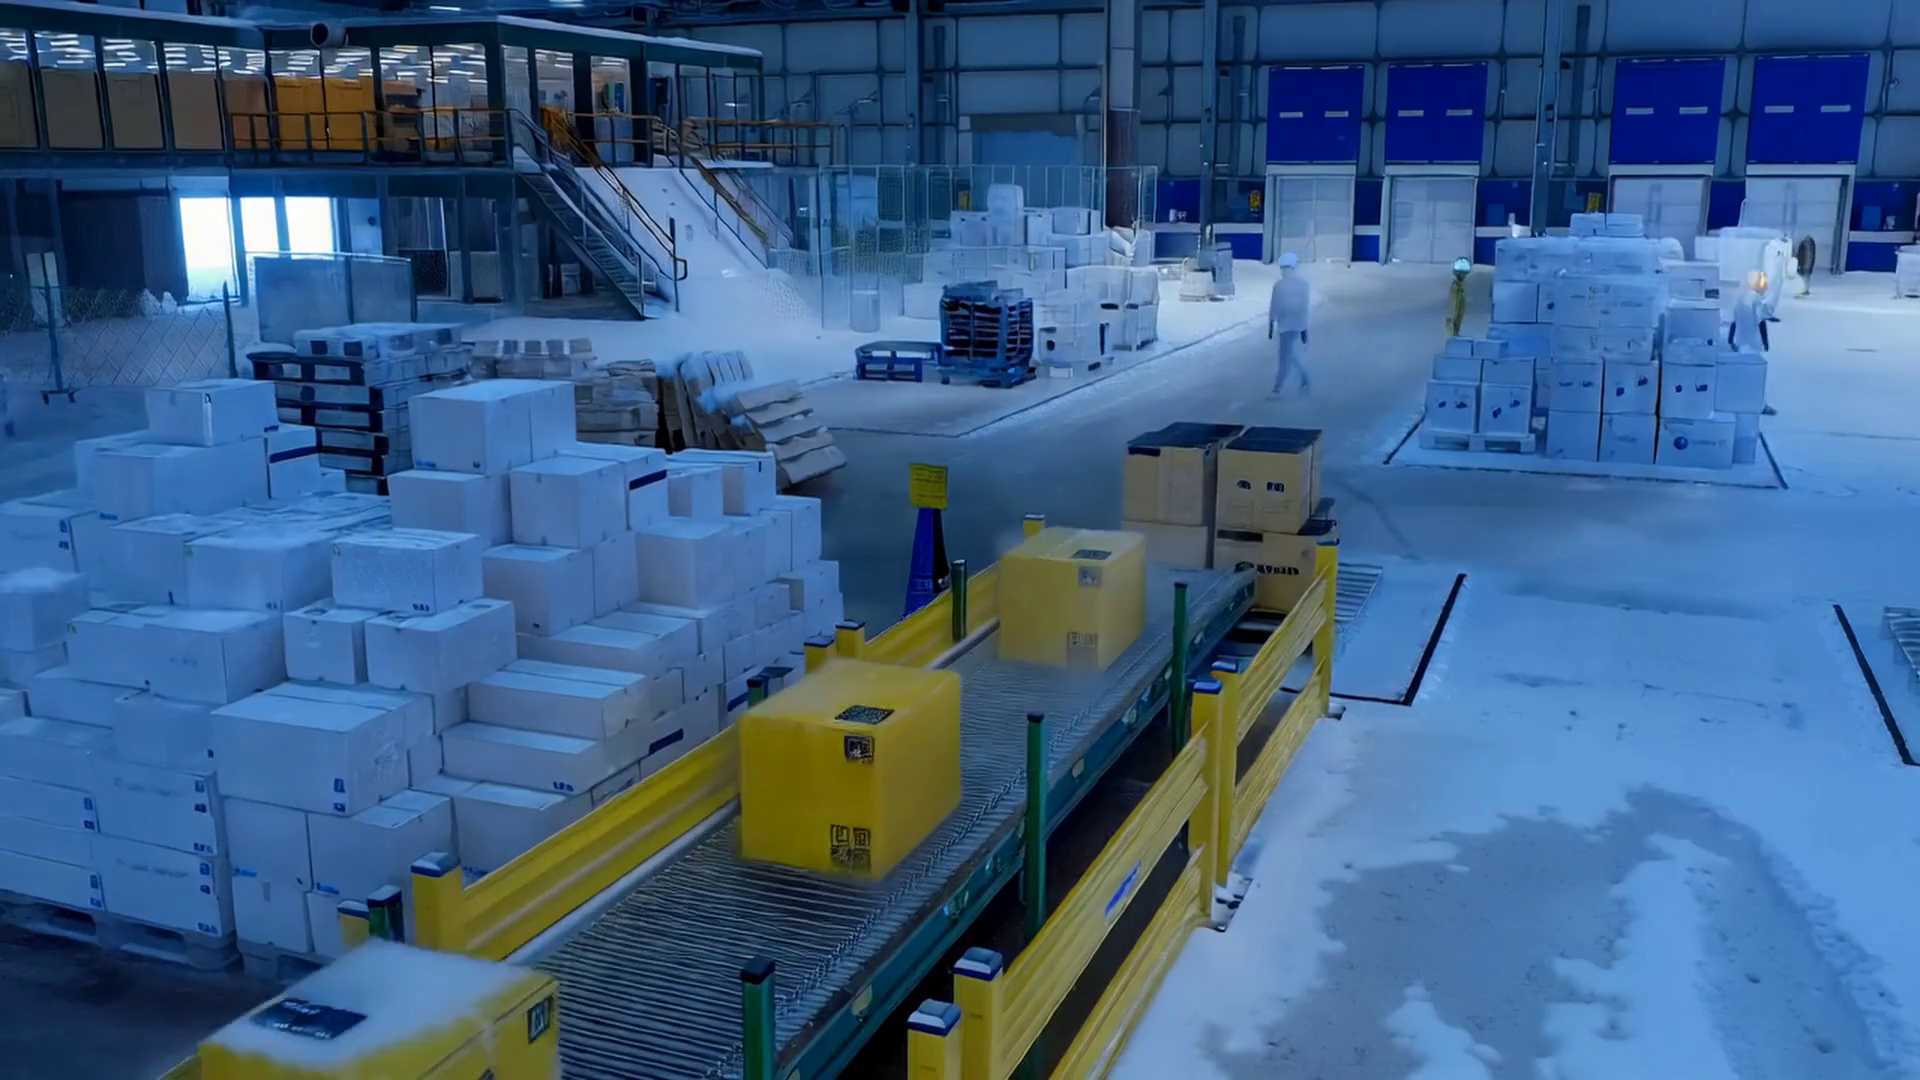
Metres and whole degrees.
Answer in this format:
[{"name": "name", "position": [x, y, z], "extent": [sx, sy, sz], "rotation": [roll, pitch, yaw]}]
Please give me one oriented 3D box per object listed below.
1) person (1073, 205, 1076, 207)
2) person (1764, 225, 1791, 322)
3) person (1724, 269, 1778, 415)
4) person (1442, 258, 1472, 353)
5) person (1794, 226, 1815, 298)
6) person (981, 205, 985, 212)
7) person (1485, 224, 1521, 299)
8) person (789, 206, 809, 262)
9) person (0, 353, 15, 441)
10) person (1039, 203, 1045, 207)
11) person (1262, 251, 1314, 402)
[{"name": "person", "position": [3.607, -9.435, 51.676], "extent": [0.416, 1.914, 0.609], "rotation": [-3, 13, -14]}, {"name": "person", "position": [16.278, -5.293, 33.087], "extent": [0.656, 1.922, 0.433], "rotation": [-7, 14, -29]}, {"name": "person", "position": [9.653, -2.402, 20.378], "extent": [1.000, 1.822, 0.558], "rotation": [-2, 13, -9]}, {"name": "person", "position": [7.177, -3.193, 24.054], "extent": [0.365, 1.756, 0.523], "rotation": [5, 14, 22]}, {"name": "person", "position": [20.028, -6.571, 39.329], "extent": [0.322, 1.699, 0.536], "rotation": [3, 13, 13]}, {"name": "person", "position": [0.711, -9.282, 50.951], "extent": [0.543, 1.940, 0.361], "rotation": [-2, 13, -9]}, {"name": "person", "position": [12.513, -6.318, 37.996], "extent": [0.979, 1.798, 0.621], "rotation": [6, 14, 23]}, {"name": "person", "position": [-5.393, -10.139, 55.108], "extent": [0.655, 1.801, 0.856], "rotation": [-7, 14, -30]}, {"name": "person", "position": [-8.152, -0.996, 13.673], "extent": [0.627, 1.987, 1.046], "rotation": [-8, 15, -31]}, {"name": "person", "position": [2.650, -9.916, 53.782], "extent": [0.605, 1.944, 0.403], "rotation": [0, 13, 2]}, {"name": "person", "position": [4.374, -2.817, 21.913], "extent": [0.912, 1.964, 0.628], "rotation": [-8, 15, -31]}]
